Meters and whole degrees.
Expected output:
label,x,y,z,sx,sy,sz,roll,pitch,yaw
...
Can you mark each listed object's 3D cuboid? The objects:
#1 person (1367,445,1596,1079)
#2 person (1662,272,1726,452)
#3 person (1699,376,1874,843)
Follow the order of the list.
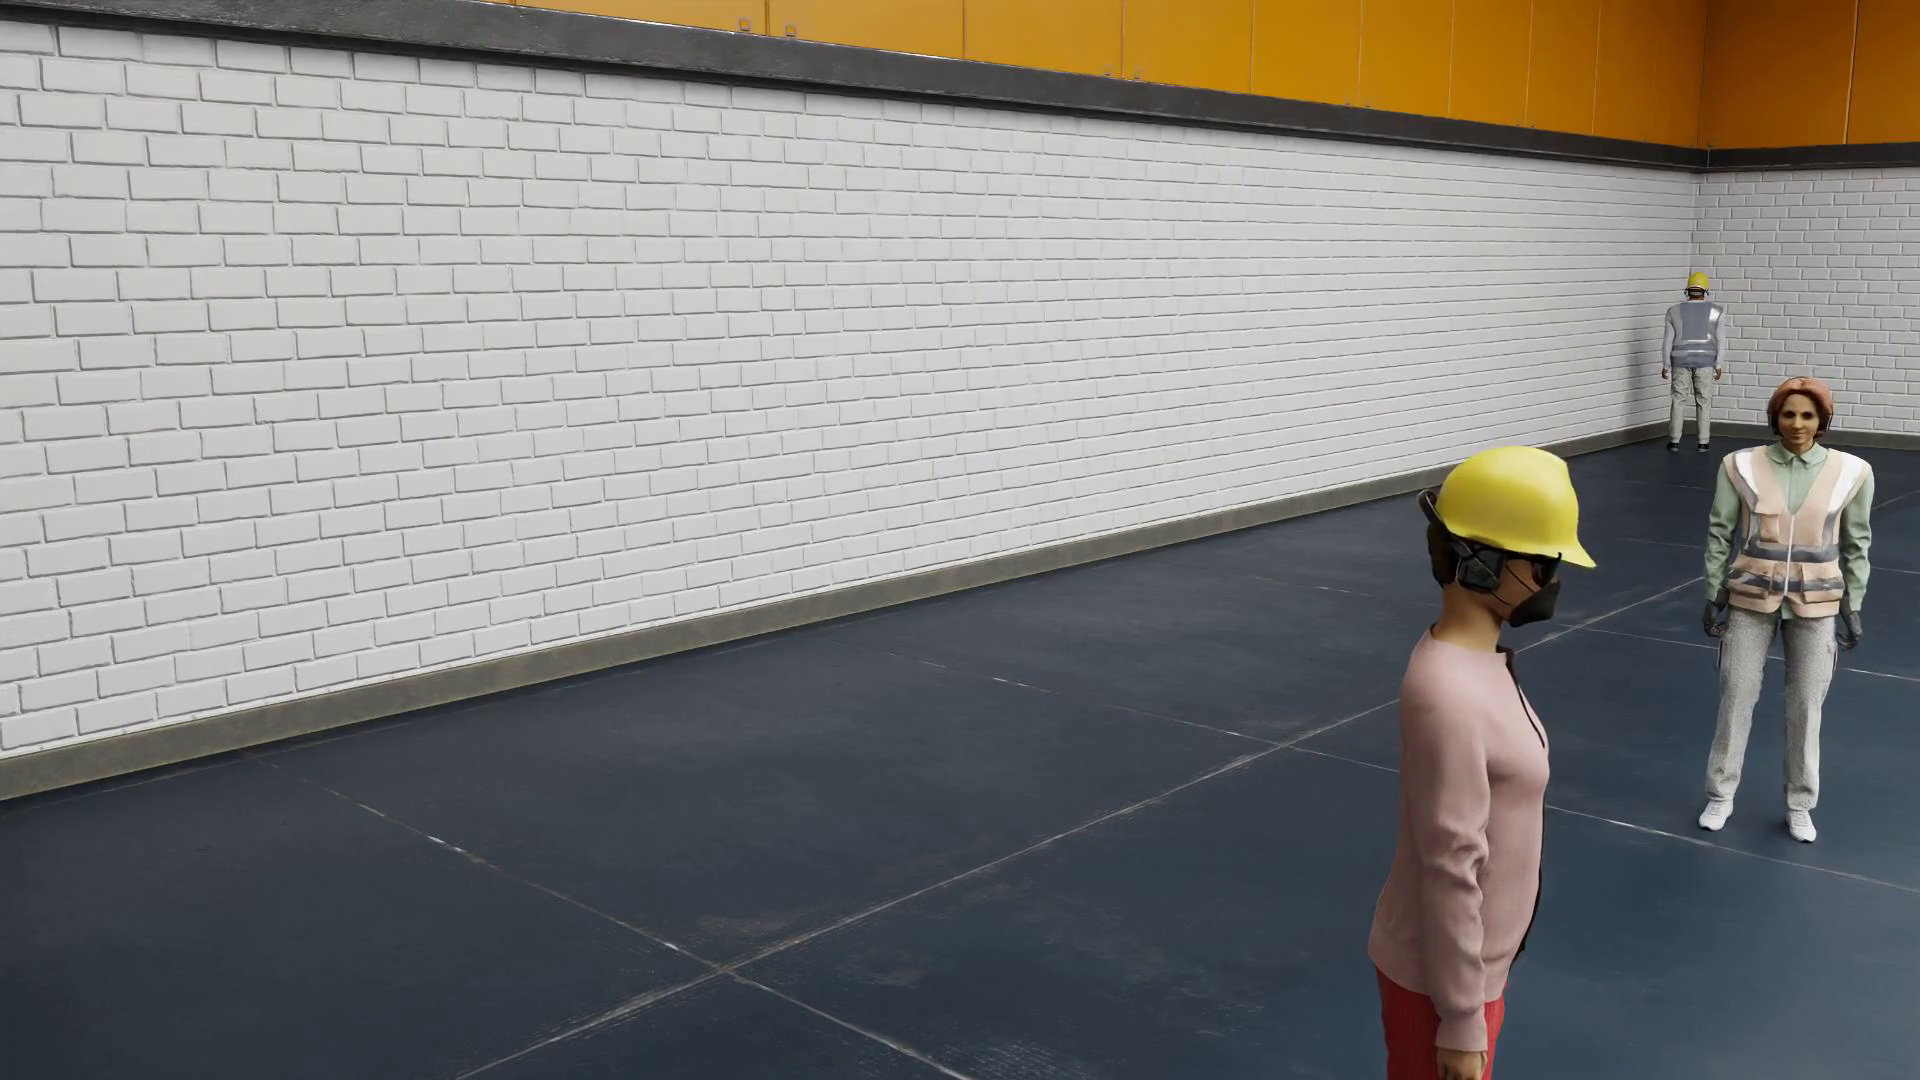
label,x,y,z,sx,sy,sz,roll,pitch,yaw
person,0.852,0.718,2.795,0.320,1.763,0.522,3,10,18
person,7.479,-1.811,16.983,0.589,1.834,0.403,4,11,22
person,2.887,0.244,5.841,0.523,1.636,0.310,5,11,24
